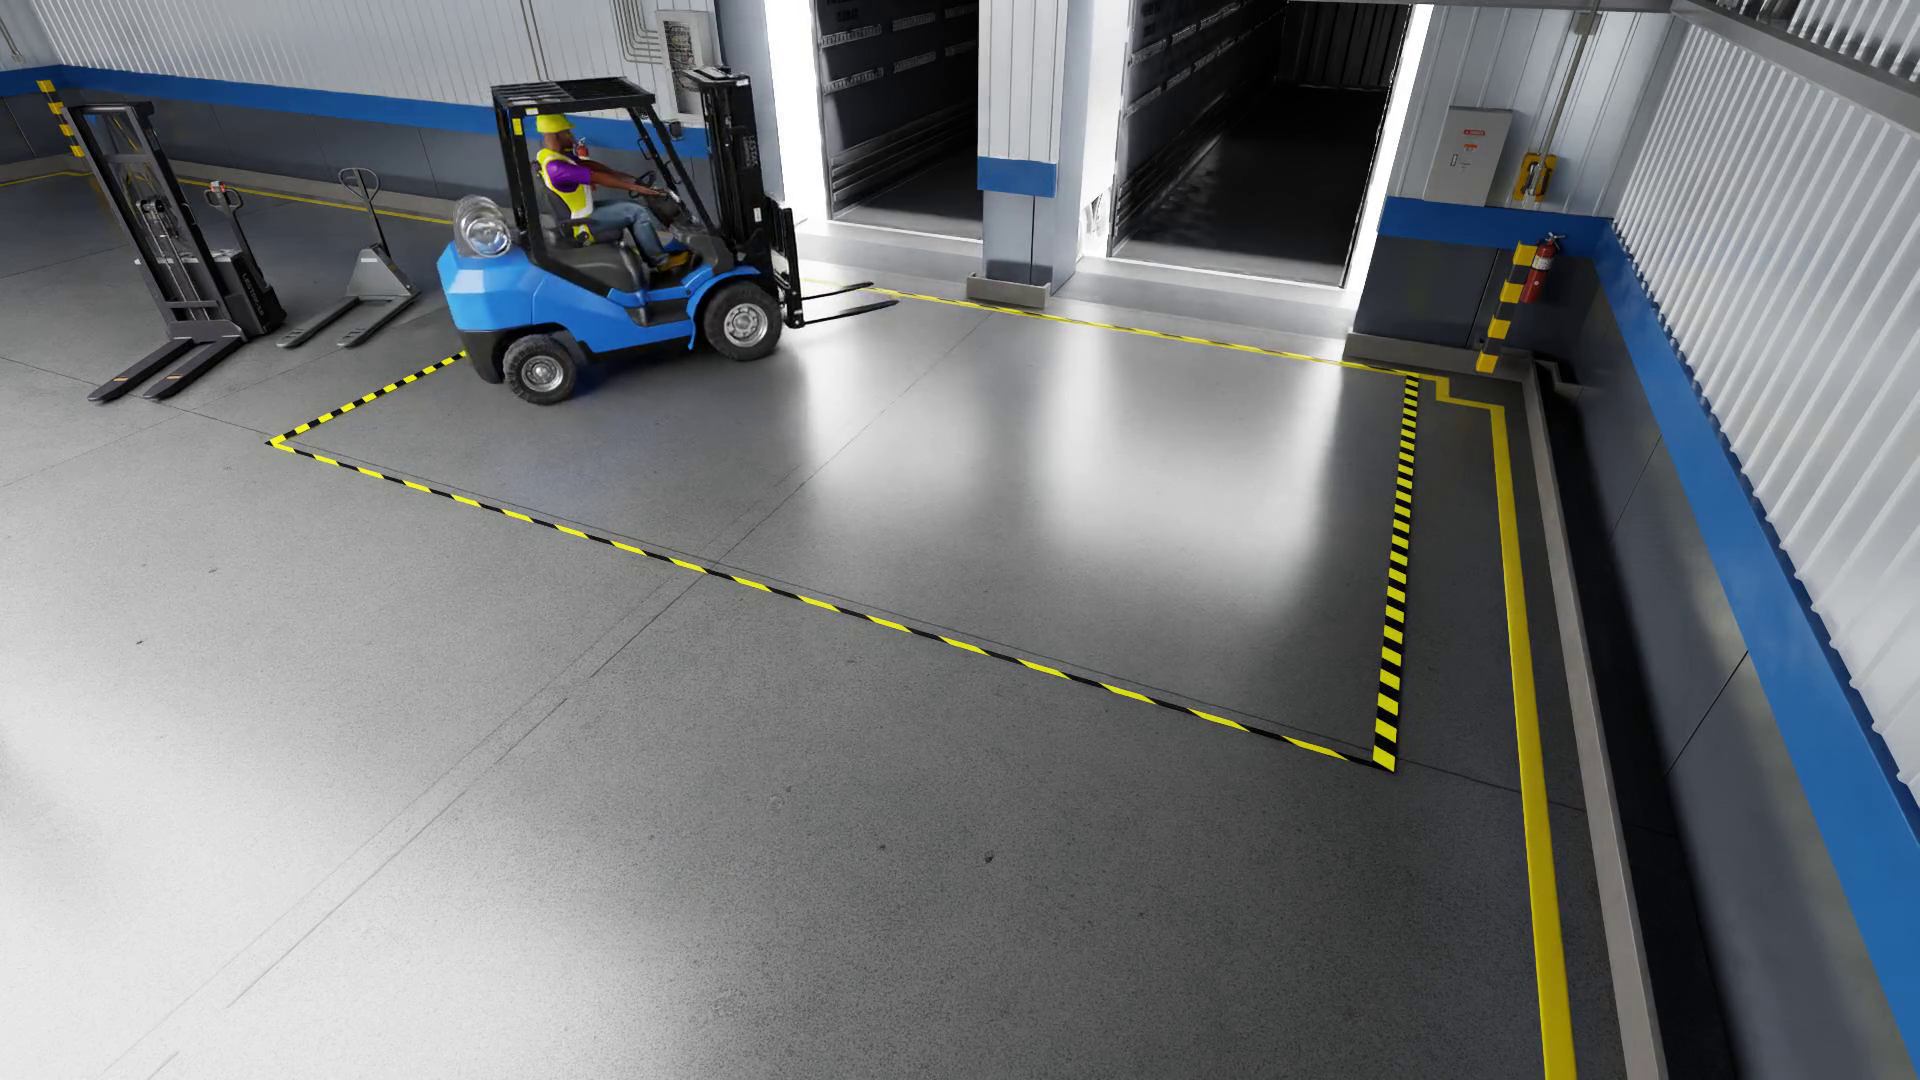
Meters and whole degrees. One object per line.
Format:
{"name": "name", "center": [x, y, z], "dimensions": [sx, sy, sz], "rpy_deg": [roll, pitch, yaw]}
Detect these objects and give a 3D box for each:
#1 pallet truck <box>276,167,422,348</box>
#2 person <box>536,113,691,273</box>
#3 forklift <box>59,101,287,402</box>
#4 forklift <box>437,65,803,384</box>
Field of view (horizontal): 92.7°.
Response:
{"name": "pallet truck", "center": [-5.732, -2.611, 8.414], "dimensions": [0.680, 1.201, 1.601], "rpy_deg": [-1, 35, -1]}
{"name": "person", "center": [-2.761, -2.763, 7.335], "dimensions": [1.004, 1.294, 0.635], "rpy_deg": [-18, 39, -23]}
{"name": "forklift", "center": [-6.686, -2.387, 7.434], "dimensions": [0.823, 1.965, 1.885], "rpy_deg": [-3, 35, -5]}
{"name": "forklift", "center": [-2.817, -2.596, 7.423], "dimensions": [2.680, 2.036, 1.157], "rpy_deg": [-18, 39, -23]}
